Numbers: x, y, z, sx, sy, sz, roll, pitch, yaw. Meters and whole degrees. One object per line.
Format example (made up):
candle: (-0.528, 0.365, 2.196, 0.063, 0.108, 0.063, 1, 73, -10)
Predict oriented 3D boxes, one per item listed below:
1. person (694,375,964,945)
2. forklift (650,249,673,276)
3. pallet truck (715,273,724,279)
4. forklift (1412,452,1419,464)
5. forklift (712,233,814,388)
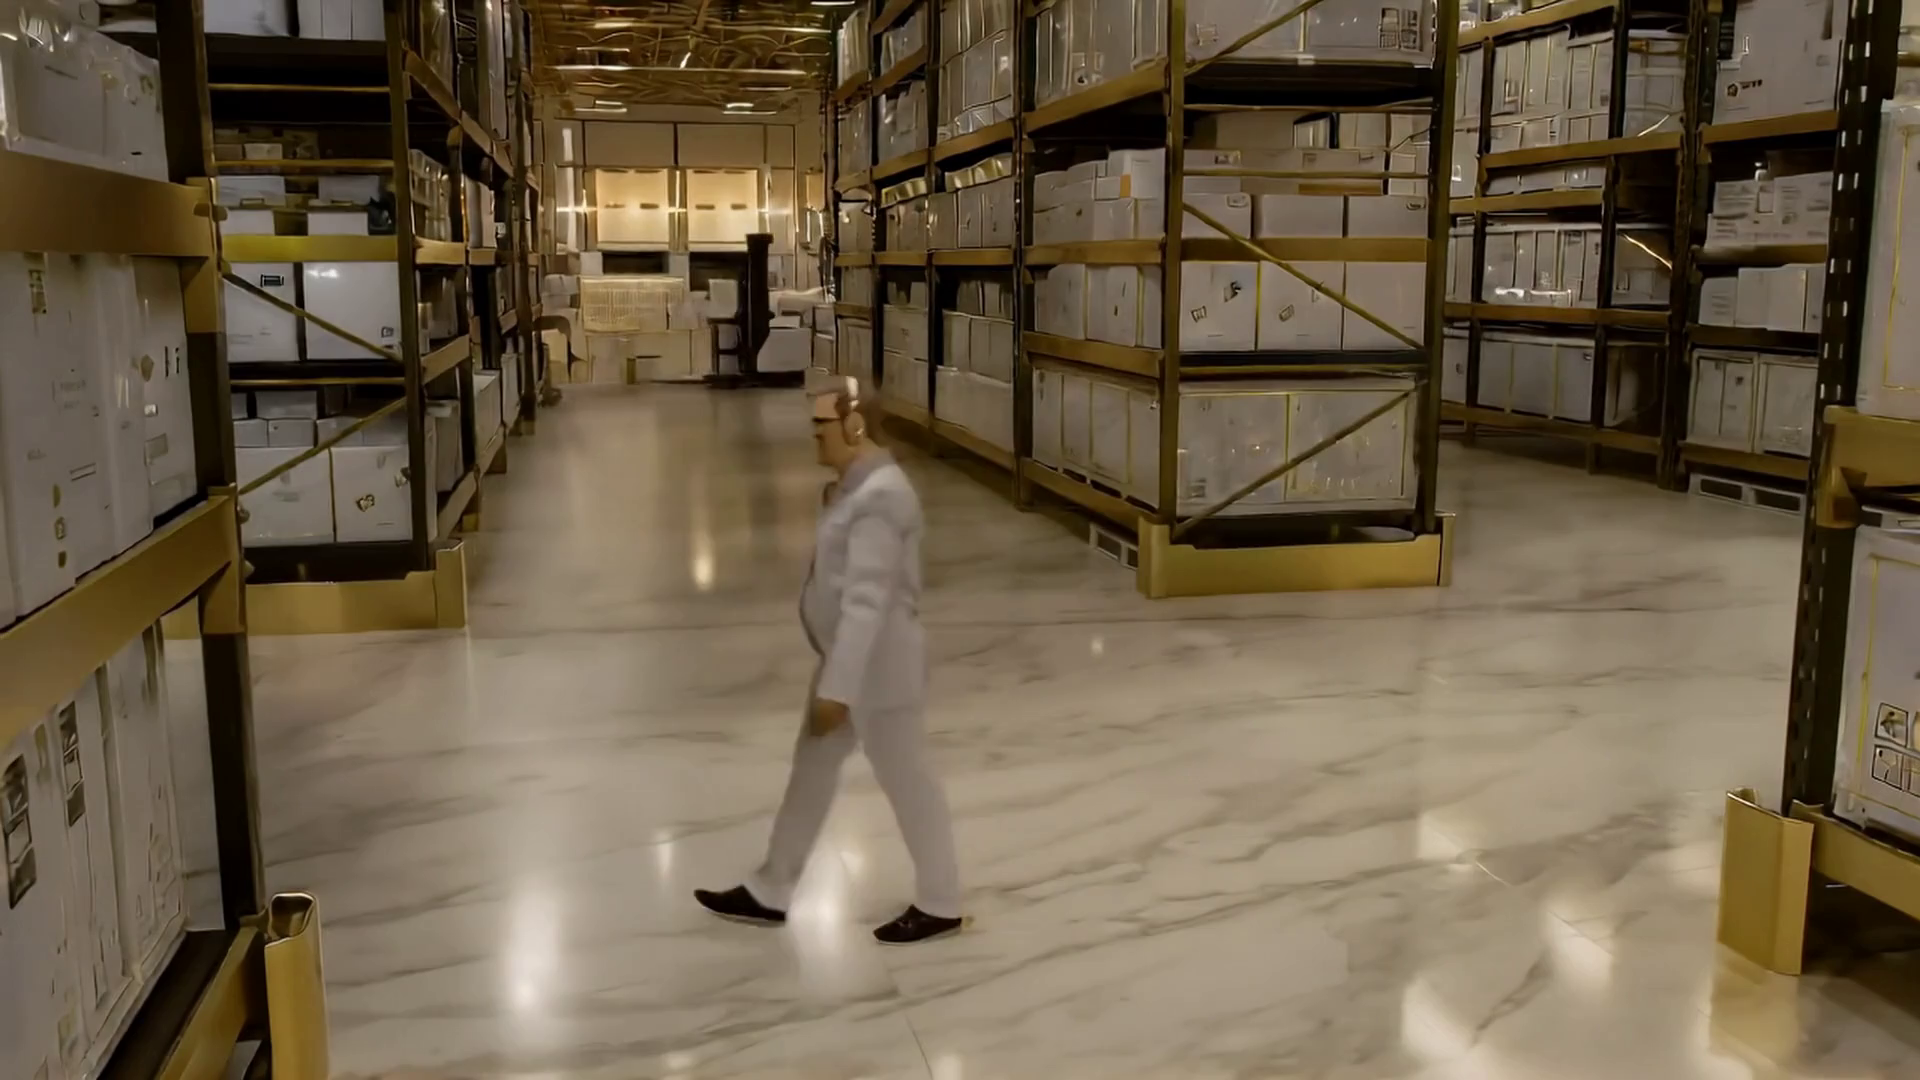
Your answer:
person: (-0.419, 0.413, 5.363, 0.947, 1.862, 0.663, -2, 9, -10)
forklift: (-9.860, -8.261, 55.178, 1.873, 2.768, 1.129, 3, 10, 19)
pallet truck: (-8.580, -8.986, 62.280, 1.885, 1.965, 0.823, 1, 9, 5)
forklift: (4.092, -2.260, 18.596, 1.873, 2.768, 1.129, -2, 9, -9)
forklift: (-3.683, -4.238, 30.657, 1.873, 2.768, 1.129, -2, 10, -12)
